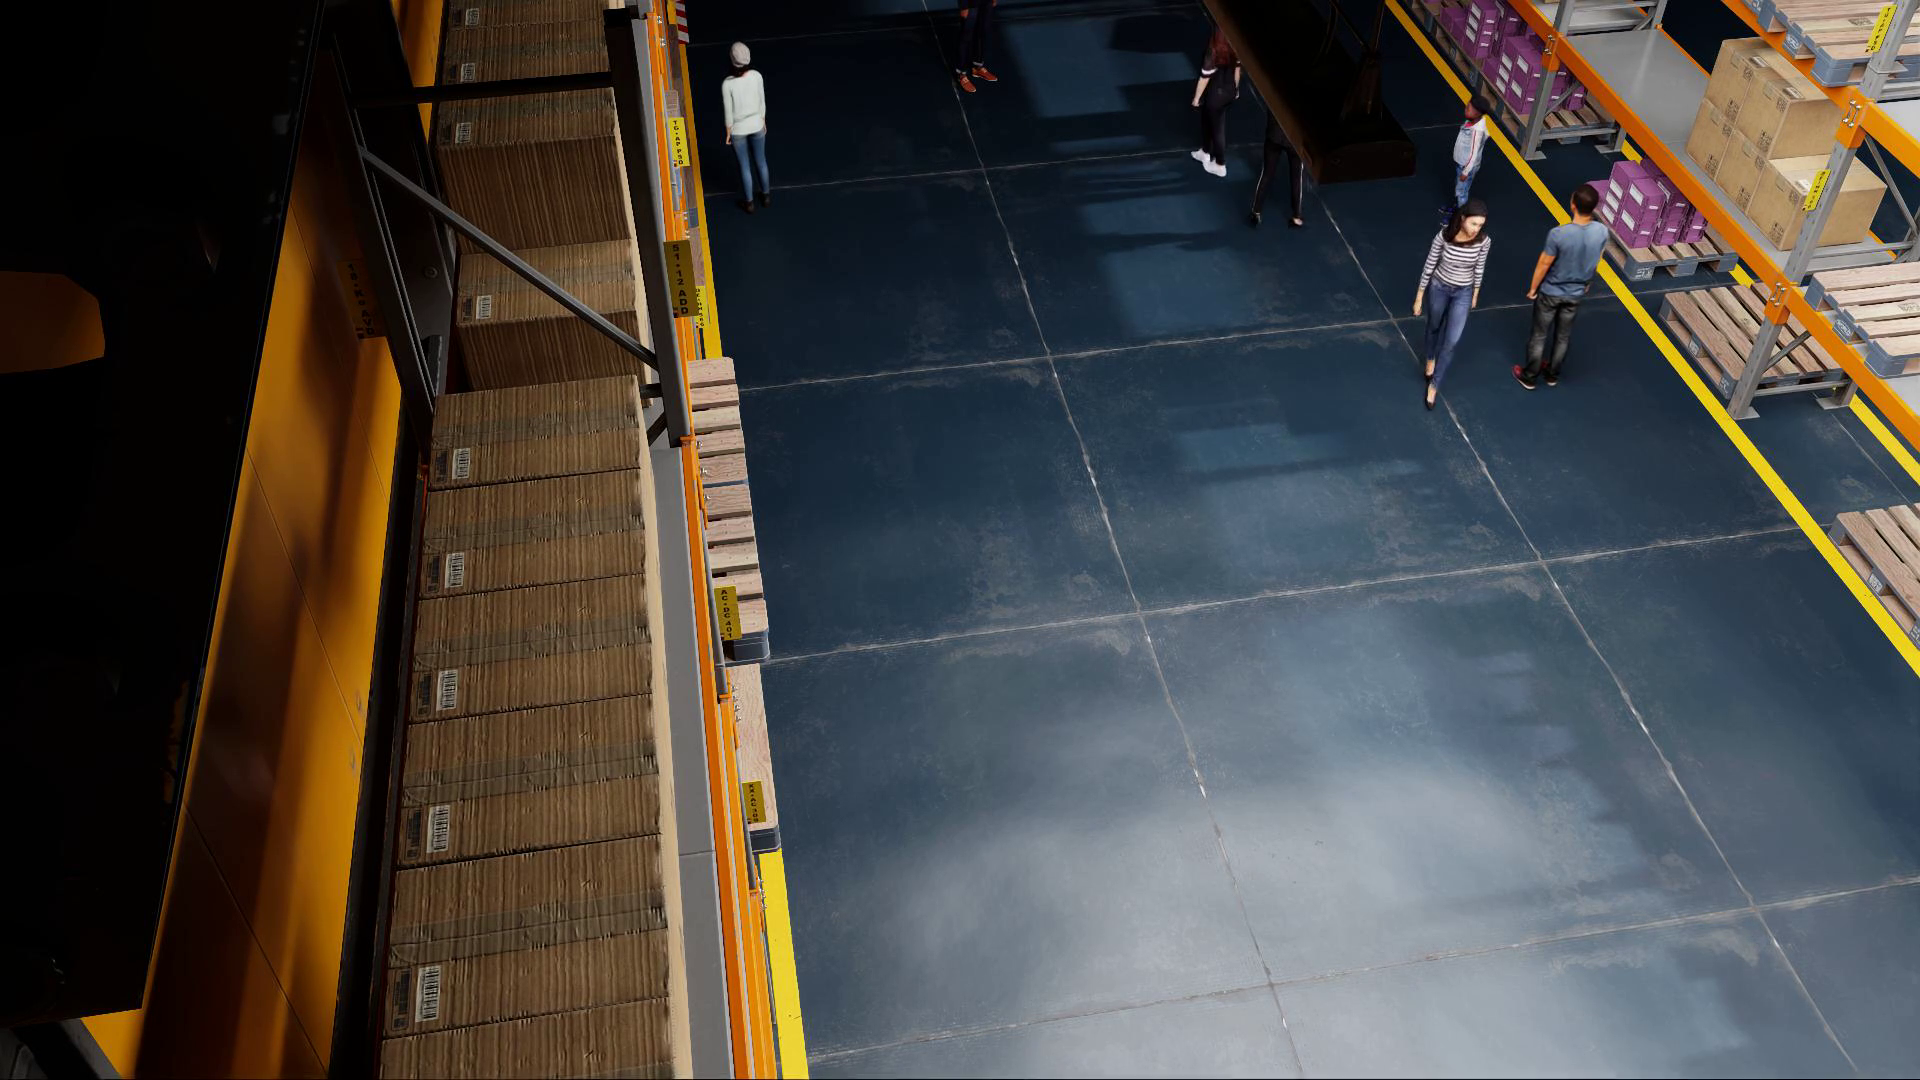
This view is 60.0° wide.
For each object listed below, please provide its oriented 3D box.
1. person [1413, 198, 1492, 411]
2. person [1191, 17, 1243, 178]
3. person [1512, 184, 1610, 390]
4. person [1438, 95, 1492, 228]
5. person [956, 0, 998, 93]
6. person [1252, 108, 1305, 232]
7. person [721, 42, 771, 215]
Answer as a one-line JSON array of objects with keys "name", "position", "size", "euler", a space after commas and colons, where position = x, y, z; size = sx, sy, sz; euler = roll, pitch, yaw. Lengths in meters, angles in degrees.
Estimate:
[{"name": "person", "position": [3.810, -1.944, 12.979], "size": [0.820, 1.762, 0.962], "euler": [9, 44, 9]}, {"name": "person", "position": [2.438, -4.072, 15.311], "size": [0.772, 1.626, 0.830], "euler": [-32, 52, -29]}, {"name": "person", "position": [4.704, -1.950, 12.954], "size": [0.658, 1.806, 0.571], "euler": [-4, 44, -4]}, {"name": "person", "position": [4.541, -3.400, 14.872], "size": [0.607, 1.260, 0.509], "euler": [7, 44, 8]}, {"name": "person", "position": [0.155, -5.408, 16.576], "size": [0.809, 1.817, 0.785], "euler": [34, 53, 30]}, {"name": "person", "position": [2.893, -3.486, 14.646], "size": [0.728, 1.695, 0.754], "euler": [16, 46, 16]}, {"name": "person", "position": [-1.915, -3.706, 14.914], "size": [0.634, 1.644, 0.613], "euler": [-22, 48, -22]}]
